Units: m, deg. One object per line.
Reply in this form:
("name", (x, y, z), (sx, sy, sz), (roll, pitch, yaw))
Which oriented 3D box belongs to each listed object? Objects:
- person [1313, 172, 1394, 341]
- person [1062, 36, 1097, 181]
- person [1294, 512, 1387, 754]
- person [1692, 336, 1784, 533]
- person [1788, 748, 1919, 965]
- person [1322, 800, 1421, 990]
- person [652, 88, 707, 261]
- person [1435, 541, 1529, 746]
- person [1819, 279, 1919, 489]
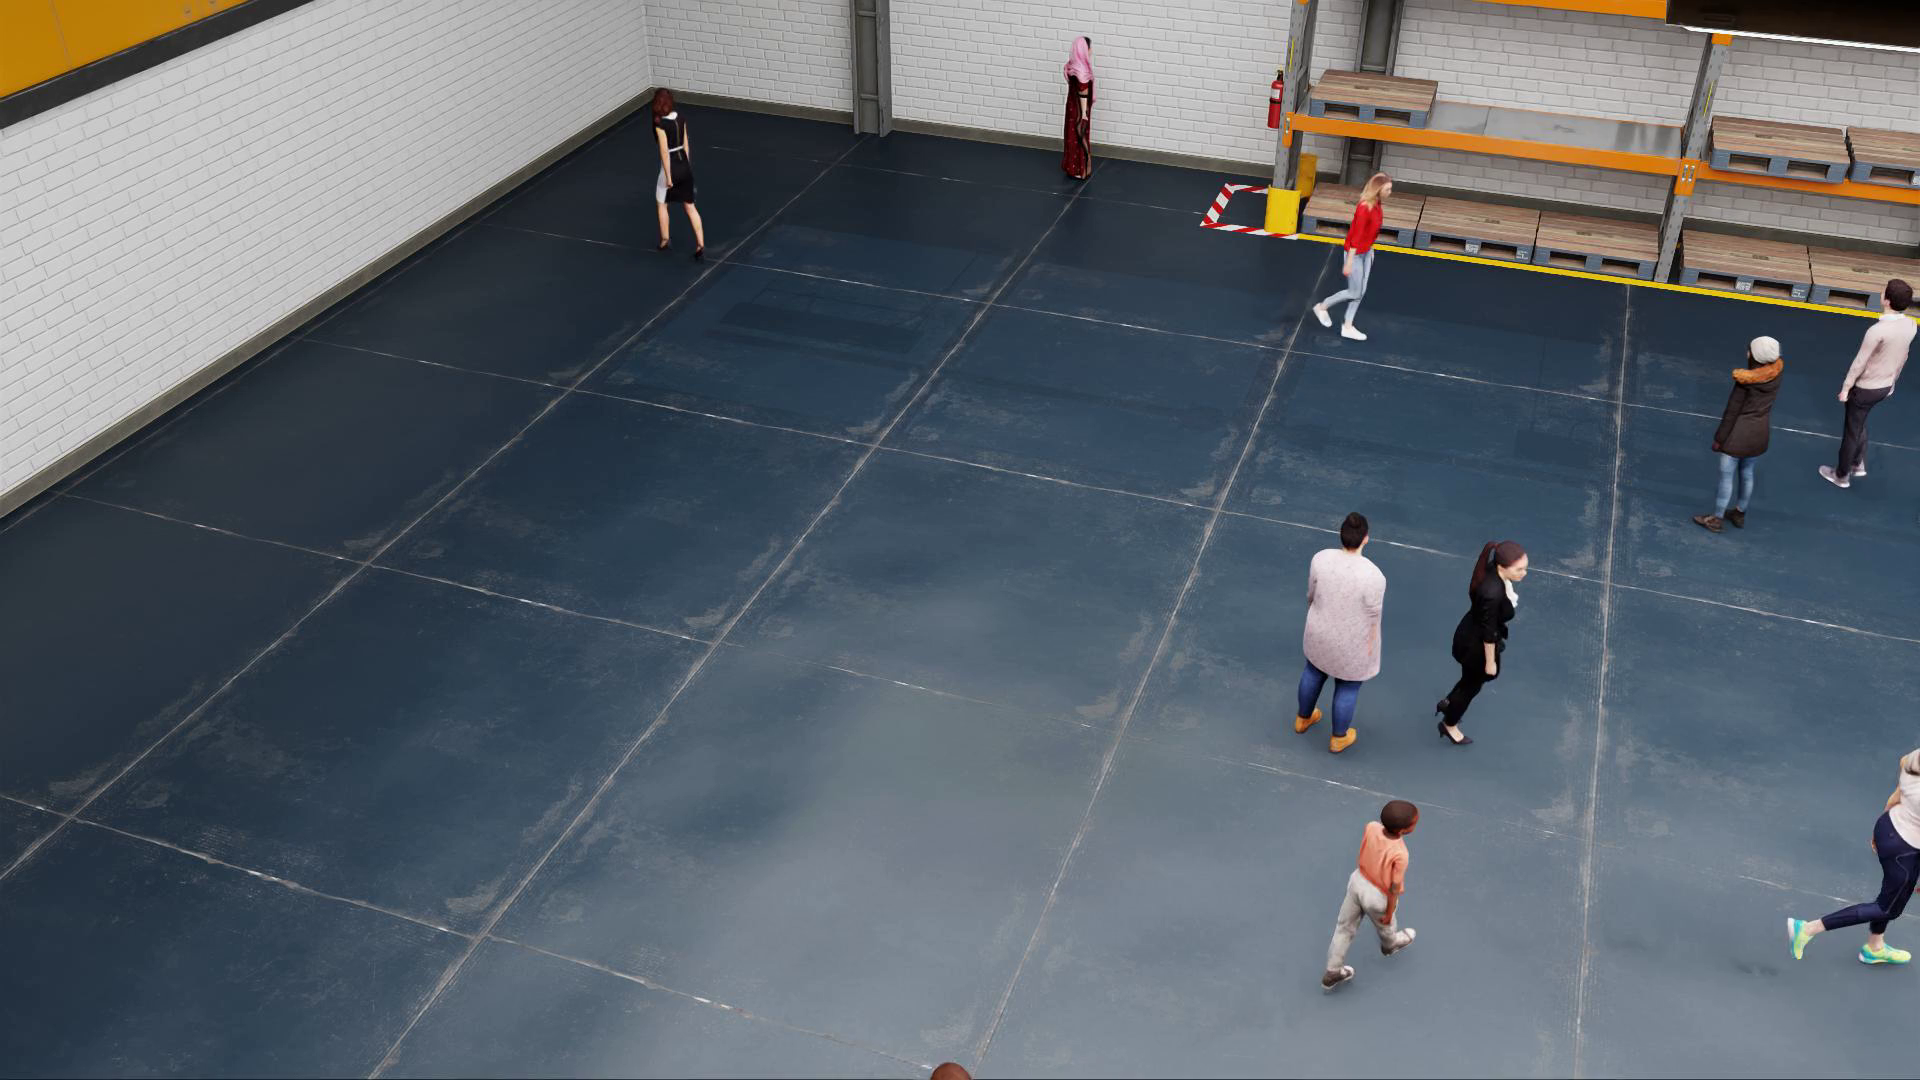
("person", (3.658, -2.679, 15.601), (0.865, 1.677, 0.712), (18, 38, 25))
("person", (1.364, -4.966, 19.077), (0.753, 1.639, 0.752), (-4, 34, -6))
("person", (2.428, 0.579, 10.644), (0.727, 1.740, 0.860), (29, 43, 36))
("person", (6.065, -0.818, 12.844), (0.709, 1.630, 0.776), (-13, 36, -18))
("person", (5.002, 1.698, 9.007), (1.074, 1.686, 0.797), (1, 34, 2))
("person", (2.193, 1.935, 9.024), (0.861, 1.274, 0.881), (-20, 39, -27))
("person", (-2.871, -3.704, 17.074), (0.950, 1.753, 0.757), (24, 40, 31))
("person", (3.223, 0.664, 10.610), (0.556, 1.636, 0.609), (10, 35, 14))
("person", (7.315, -1.194, 13.252), (0.753, 1.804, 0.818), (-12, 36, -18))
